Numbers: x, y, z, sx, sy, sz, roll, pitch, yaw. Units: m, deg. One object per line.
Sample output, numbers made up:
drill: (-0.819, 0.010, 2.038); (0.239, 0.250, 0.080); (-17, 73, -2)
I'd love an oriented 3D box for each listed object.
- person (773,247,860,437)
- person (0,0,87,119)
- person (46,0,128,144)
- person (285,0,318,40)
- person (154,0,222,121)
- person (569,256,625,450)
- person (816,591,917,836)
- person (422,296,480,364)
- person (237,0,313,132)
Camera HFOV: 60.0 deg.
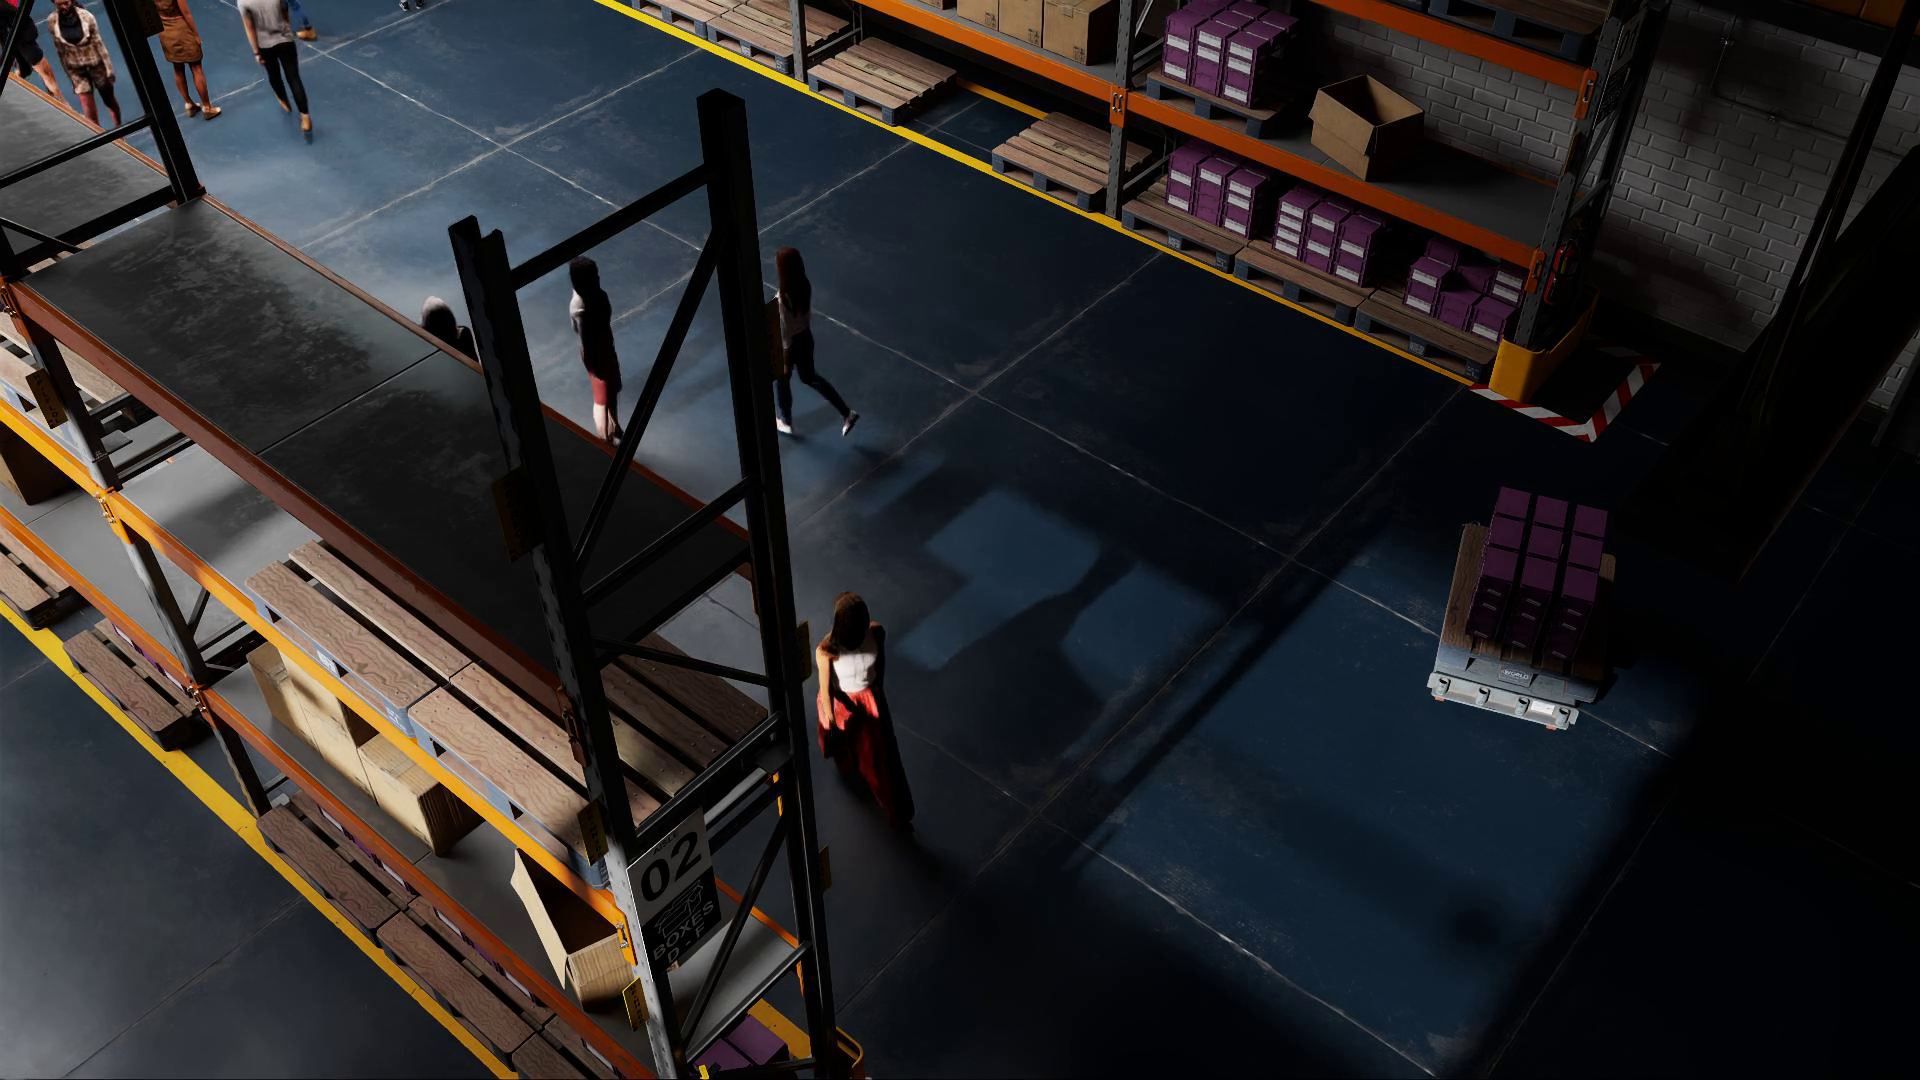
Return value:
person: (-1.160, -1.442, 12.541); (1.075, 1.706, 0.746); (18, 47, 18)
person: (-9.126, -4.730, 16.067); (1.061, 1.604, 1.036); (-6, 44, -7)
person: (-8.154, -4.410, 15.631); (0.974, 1.741, 1.165); (-11, 45, -12)
person: (-7.069, -5.856, 17.523); (0.882, 1.225, 0.754); (5, 44, 5)
person: (-7.618, -4.910, 16.196); (0.583, 1.686, 0.693); (10, 45, 10)
person: (-2.719, -1.372, 12.437); (0.729, 1.749, 0.691); (1, 44, 1)
person: (-0.702, 0.913, 10.037); (0.969, 1.751, 1.324); (-19, 47, -19)
person: (-3.645, -1.043, 12.093); (0.644, 1.747, 0.629); (-28, 50, -26)
person: (-6.570, -4.726, 16.012); (0.928, 1.674, 1.254); (-20, 47, -20)
